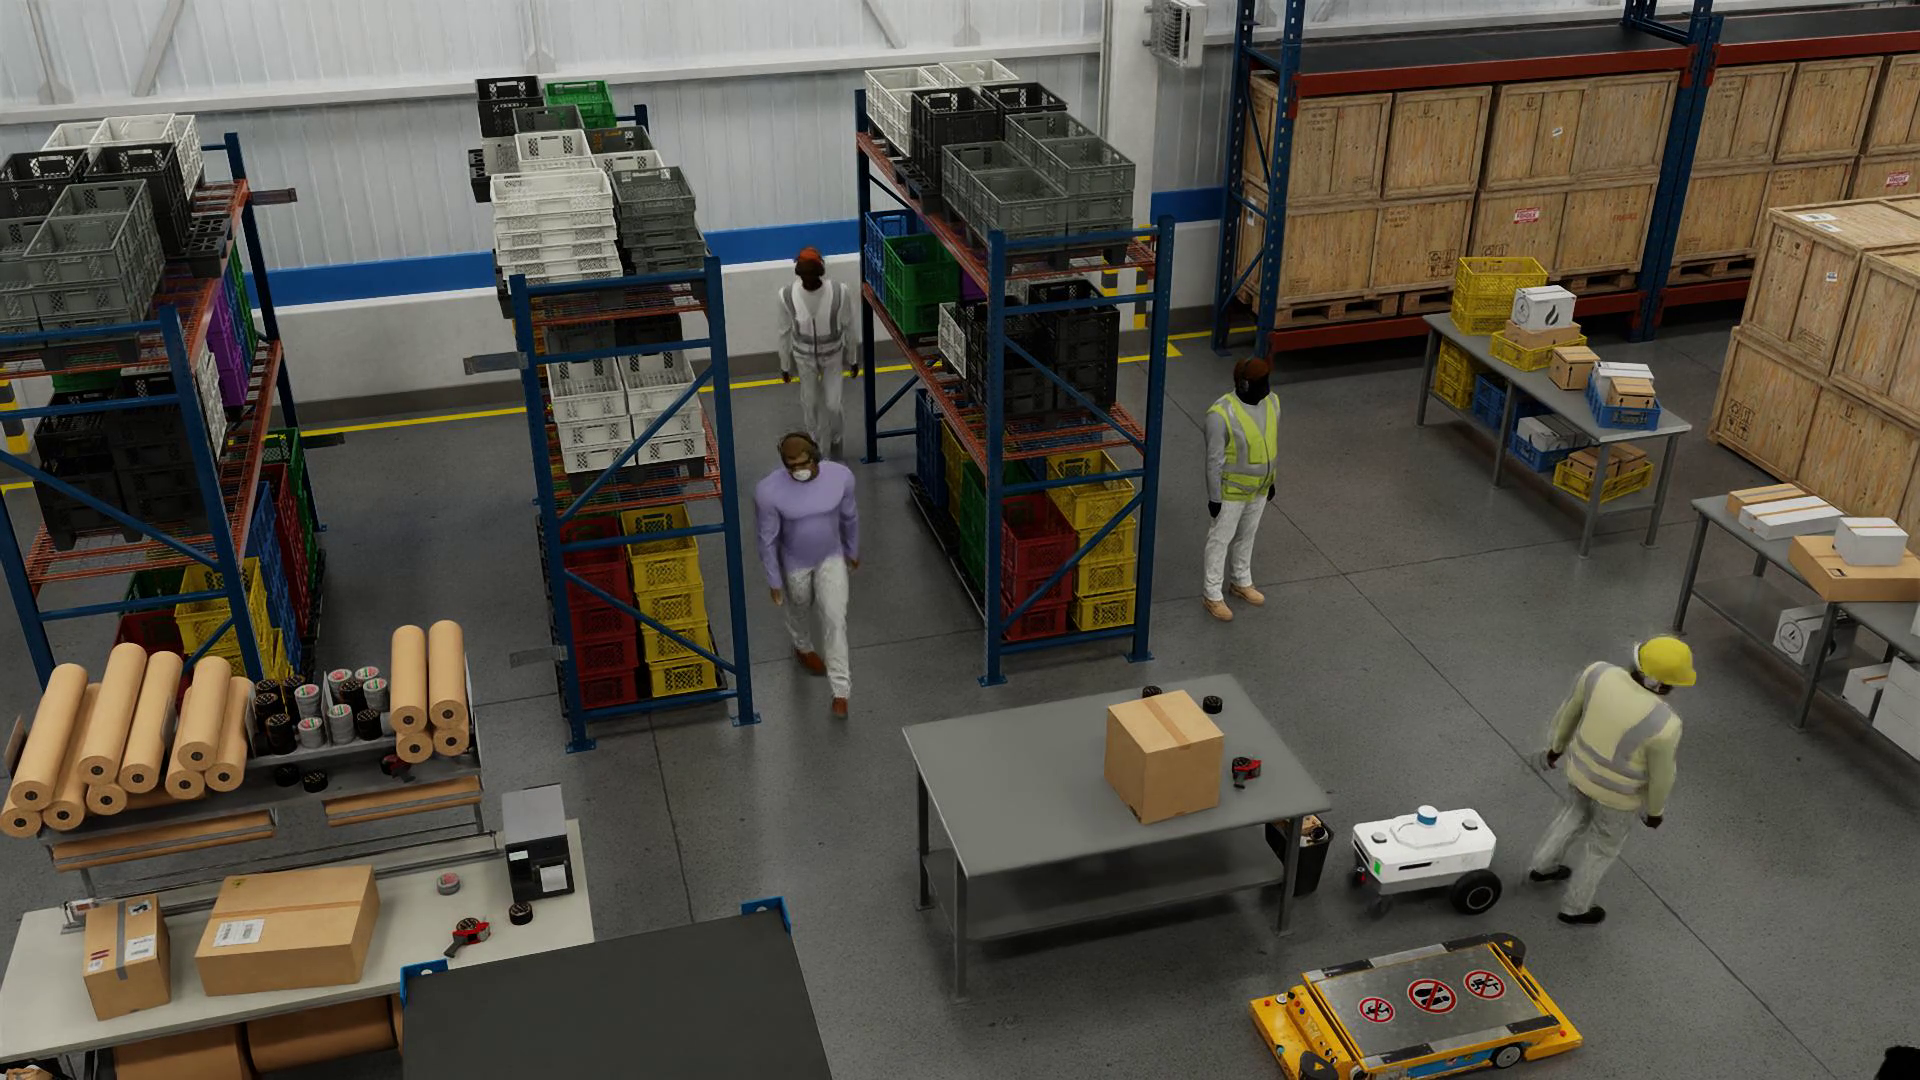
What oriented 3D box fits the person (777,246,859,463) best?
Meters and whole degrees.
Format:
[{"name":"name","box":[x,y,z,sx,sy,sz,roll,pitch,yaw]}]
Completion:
[{"name":"person","box":[-1.112,-1.407,13.034,0.624,1.876,0.399,0,29,1]}]

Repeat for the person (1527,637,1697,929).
[{"name":"person","box":[3.282,1.205,8.394,0.406,1.797,0.689,-10,30,-18]}]

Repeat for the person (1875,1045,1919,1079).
[{"name":"person","box":[3.270,2.512,6.125,0.860,1.644,0.547,23,36,35]}]

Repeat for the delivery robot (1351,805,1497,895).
[{"name":"delivery robot","box":[2.441,1.625,8.790,0.707,0.478,0.477,-6,29,-10]}]

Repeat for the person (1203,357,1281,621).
[{"name":"person","box":[1.897,-0.359,11.165,0.627,1.847,0.429,-21,35,-33]}]

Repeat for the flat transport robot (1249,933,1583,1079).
[{"name":"flat transport robot","box":[2.184,2.282,7.980,1.431,0.197,0.652,-8,30,-14]}]

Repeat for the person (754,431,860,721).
[{"name":"person","box":[-0.899,0.158,10.192,0.657,1.871,1.006,-8,30,-14]}]
